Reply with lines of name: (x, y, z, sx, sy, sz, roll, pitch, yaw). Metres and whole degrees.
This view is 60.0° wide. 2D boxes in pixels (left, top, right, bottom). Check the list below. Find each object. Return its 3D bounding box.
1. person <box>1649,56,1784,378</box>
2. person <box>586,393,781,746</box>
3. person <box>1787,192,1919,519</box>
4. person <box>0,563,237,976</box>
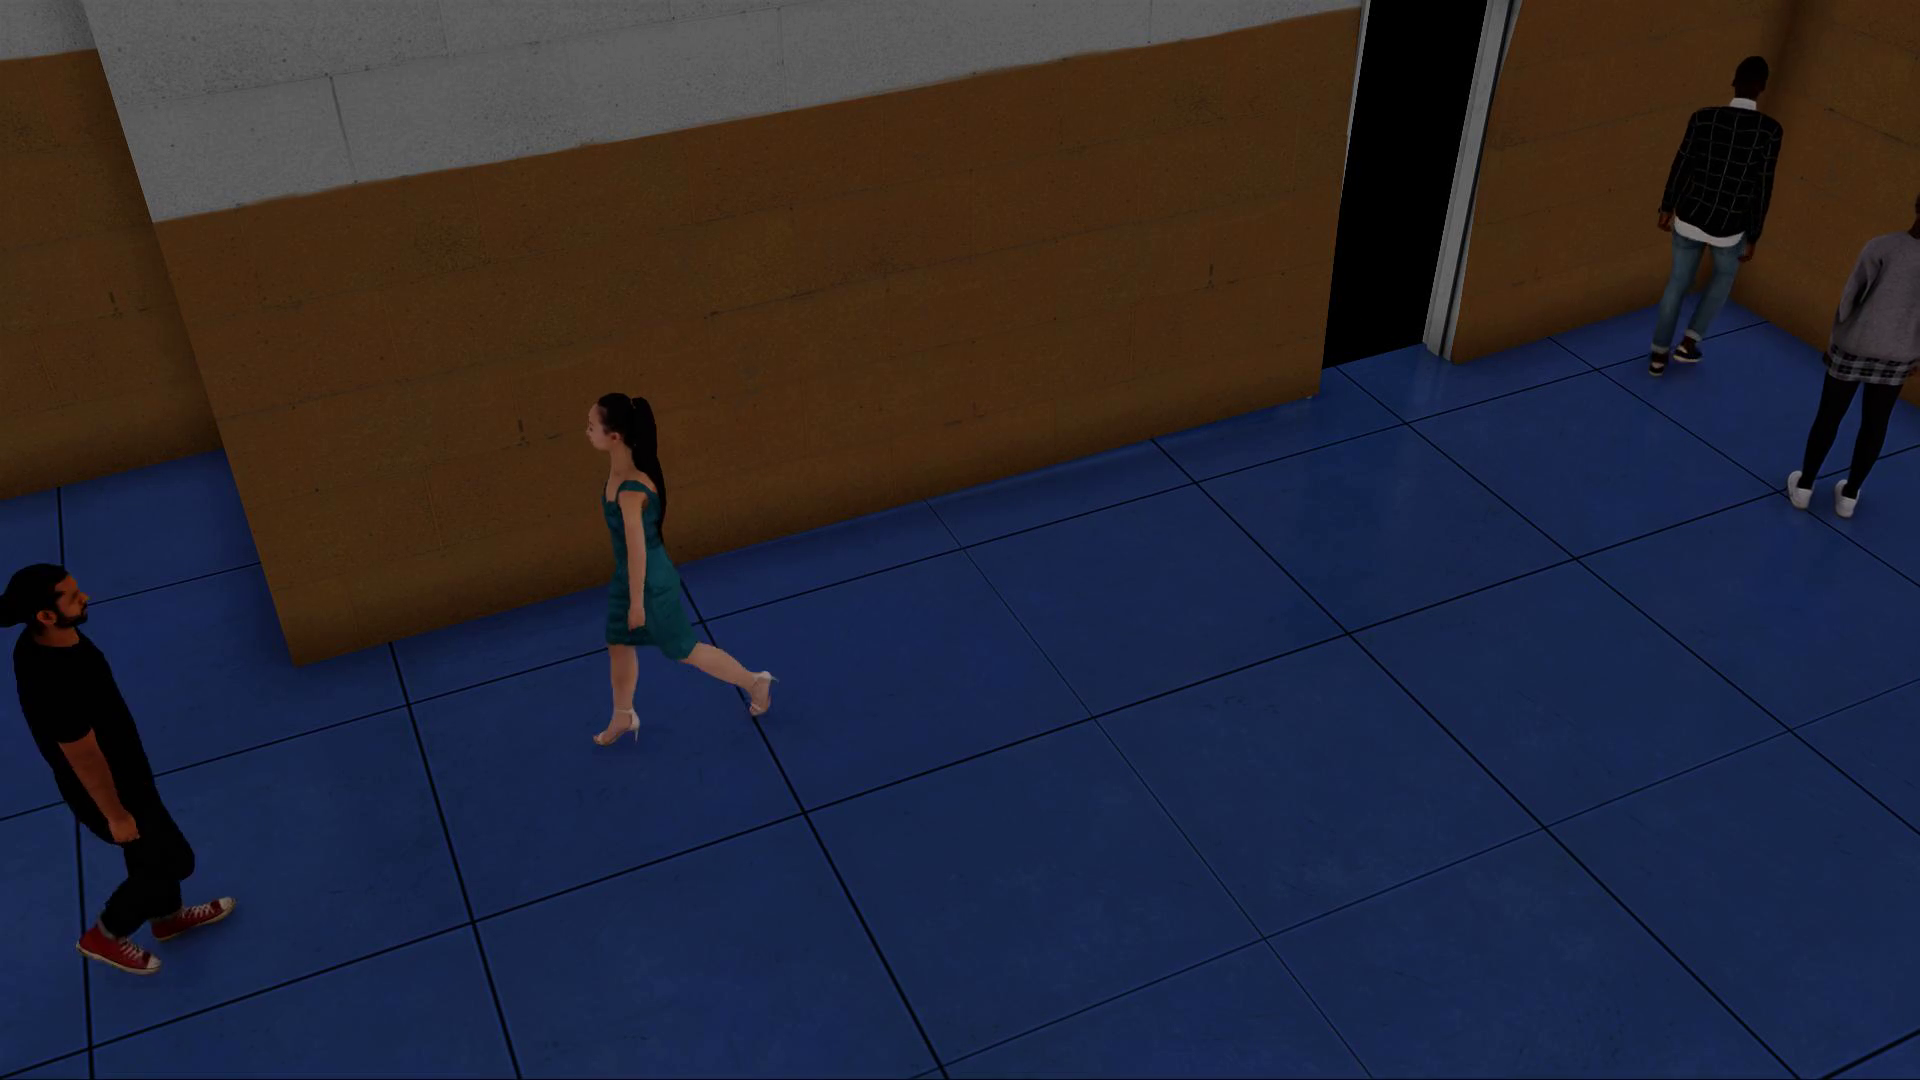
person: (4.000, -1.666, 8.912, 0.784, 1.808, 0.883, 20, 41, 25)
person: (-1.159, 0.168, 6.597, 0.775, 1.654, 1.009, -12, 38, -15)
person: (4.370, -0.904, 7.929, 0.690, 1.770, 0.731, 9, 38, 11)
person: (-2.961, 0.834, 5.632, 0.752, 1.746, 0.728, -19, 41, -24)
